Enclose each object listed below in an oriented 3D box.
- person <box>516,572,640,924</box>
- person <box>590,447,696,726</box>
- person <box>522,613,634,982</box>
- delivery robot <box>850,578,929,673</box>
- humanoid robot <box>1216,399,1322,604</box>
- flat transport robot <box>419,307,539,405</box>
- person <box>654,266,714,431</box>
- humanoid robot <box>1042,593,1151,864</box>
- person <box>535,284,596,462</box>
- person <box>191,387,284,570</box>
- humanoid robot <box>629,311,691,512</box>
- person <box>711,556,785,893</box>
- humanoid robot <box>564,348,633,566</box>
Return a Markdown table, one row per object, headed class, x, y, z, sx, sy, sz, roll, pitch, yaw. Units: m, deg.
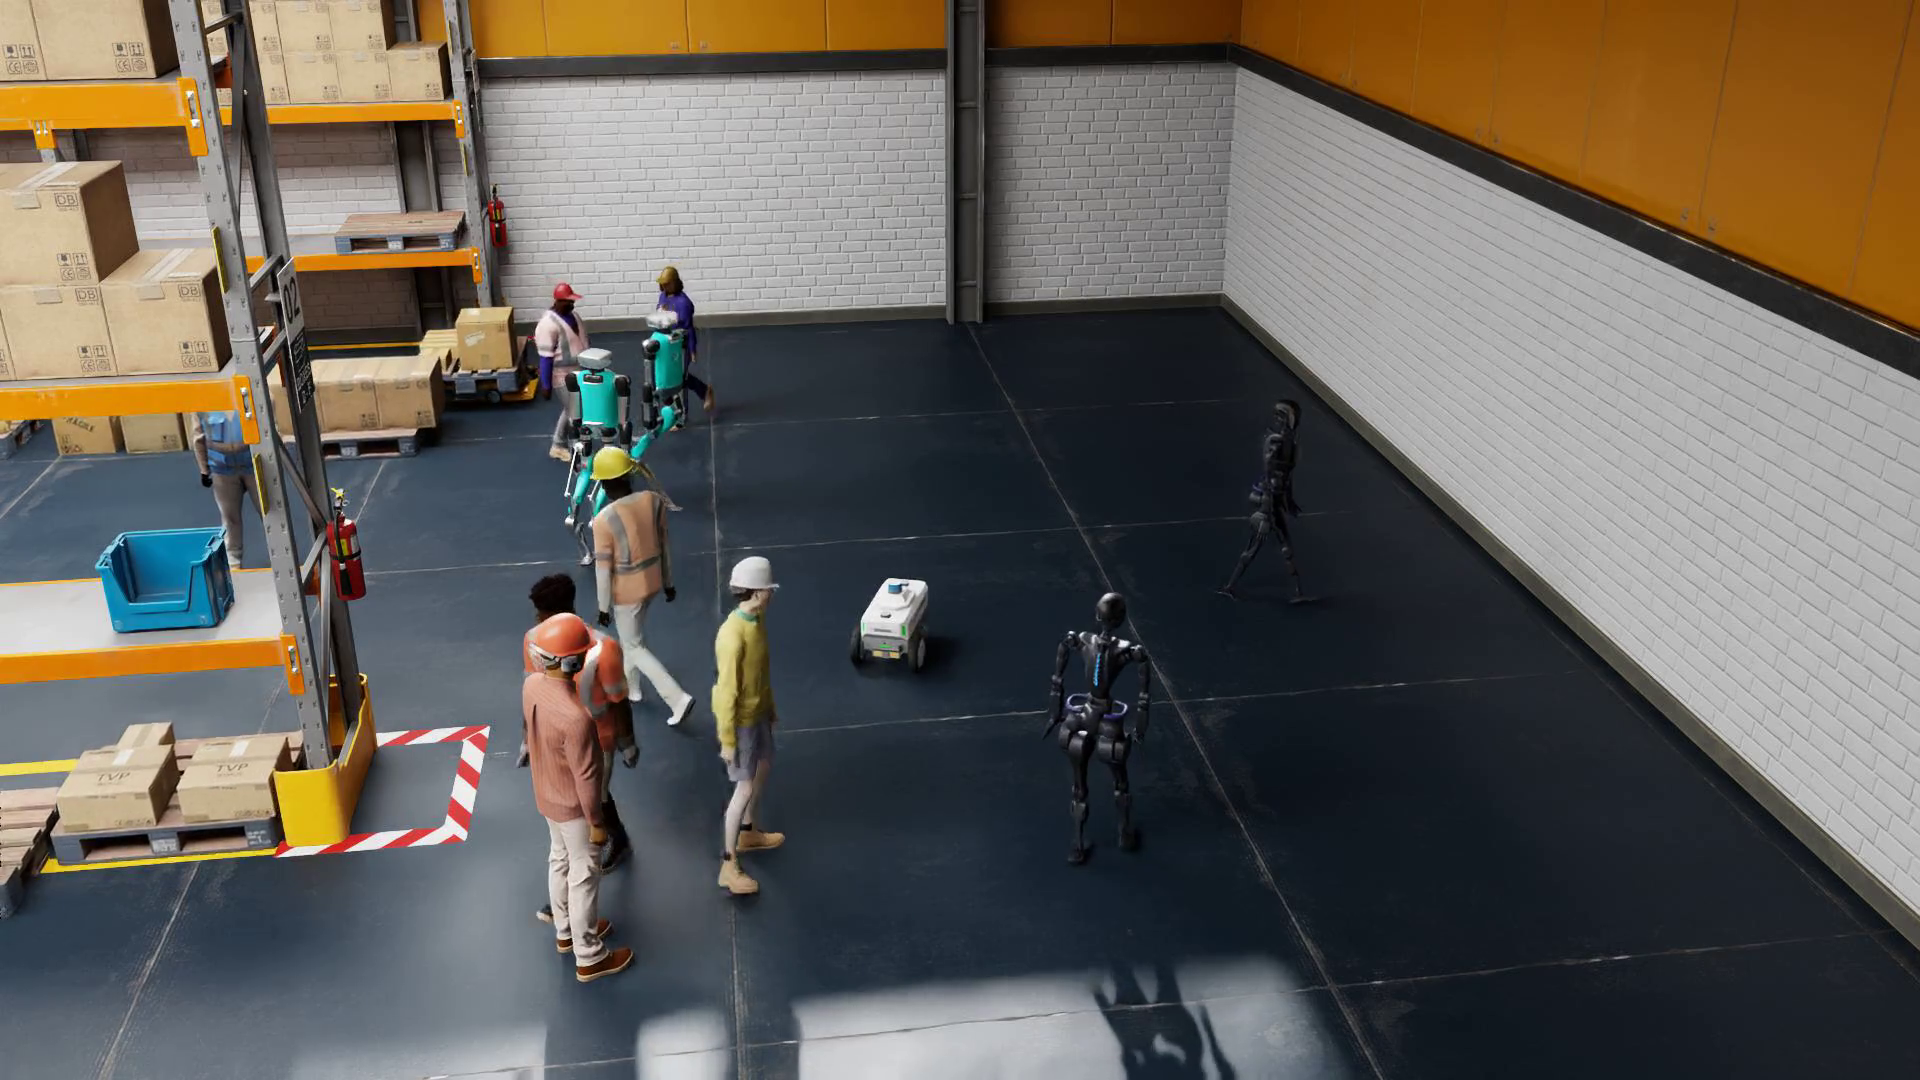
| class | x | y | z | sx | sy | sz | roll | pitch | yaw |
| --- | --- | --- | --- | --- | --- | --- | --- | --- | --- |
| person | -2.102 | 1.079 | 8.885 | 0.607 | 1.915 | 0.941 | 13 | 27 | 27 |
| person | -2.062 | 0.300 | 10.701 | 0.827 | 1.885 | 0.588 | 14 | 27 | 29 |
| person | -1.932 | 1.283 | 8.345 | 0.401 | 1.986 | 0.610 | -16 | 29 | -33 |
| delivery robot | -0.476 | 0.585 | 11.730 | 0.525 | 0.613 | 0.784 | 5 | 24 | 11 |
| humanoid robot | 2.325 | -0.267 | 12.309 | 0.785 | 1.622 | 0.593 | 13 | 27 | 26 |
| flat transport robot | -5.063 | -1.578 | 16.993 | 1.431 | 0.231 | 0.659 | -3 | 24 | -7 |
| person | -2.639 | -1.884 | 16.021 | 0.643 | 1.601 | 0.480 | -22 | 32 | -40 |
| humanoid robot | 0.770 | 1.019 | 9.340 | 0.614 | 1.649 | 0.518 | 7 | 25 | 16 |
| person | -3.487 | -1.460 | 14.928 | 0.735 | 1.722 | 0.637 | 8 | 25 | 18 |
| person | -5.508 | -0.572 | 12.761 | 0.628 | 1.837 | 0.430 | -6 | 24 | -13 |
| humanoid robot | -2.715 | -1.098 | 14.137 | 0.893 | 1.814 | 0.555 | 13 | 27 | 27 |
| person | -1.206 | 1.004 | 9.144 | 0.406 | 1.855 | 0.705 | 5 | 24 | 12 |
| humanoid robot | -2.836 | -0.569 | 12.756 | 0.530 | 1.698 | 0.737 | 6 | 24 | 14 |
